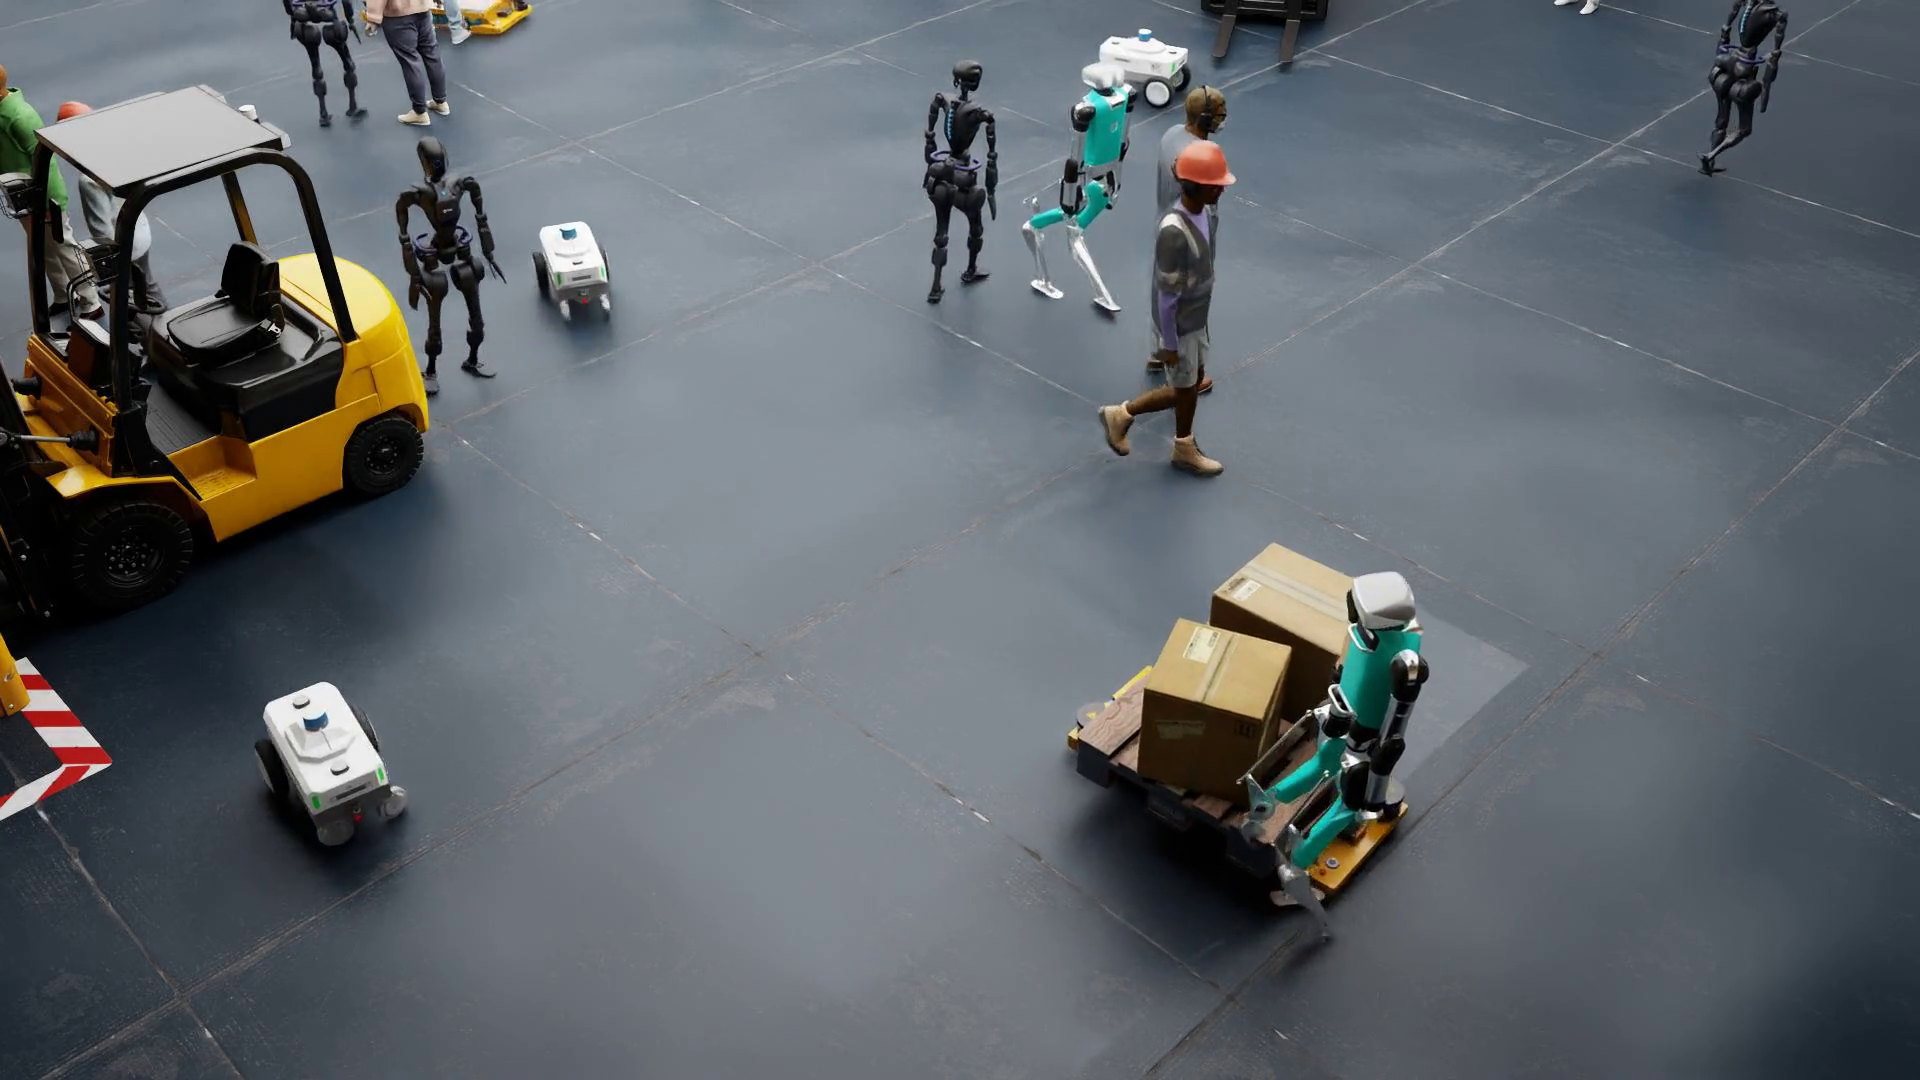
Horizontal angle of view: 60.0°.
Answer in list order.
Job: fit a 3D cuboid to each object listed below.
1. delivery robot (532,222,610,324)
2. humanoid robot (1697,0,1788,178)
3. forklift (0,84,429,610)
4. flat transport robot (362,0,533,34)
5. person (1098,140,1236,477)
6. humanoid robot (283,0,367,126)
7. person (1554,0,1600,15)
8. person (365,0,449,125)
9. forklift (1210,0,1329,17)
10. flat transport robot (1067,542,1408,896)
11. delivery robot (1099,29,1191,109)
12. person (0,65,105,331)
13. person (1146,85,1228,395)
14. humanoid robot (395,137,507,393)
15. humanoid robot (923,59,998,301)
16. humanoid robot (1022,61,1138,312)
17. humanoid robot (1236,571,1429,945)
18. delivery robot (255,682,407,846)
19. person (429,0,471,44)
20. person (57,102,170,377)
[{"bbox_3d":[-2.608,-1.861,11.230,0.499,0.573,0.759,-12,39,-16],"label":"delivery robot"},{"bbox_3d":[5.835,-3.518,12.538,0.477,1.645,0.608,-14,39,-19],"label":"humanoid robot"},{"bbox_3d":[-4.145,-1.093,8.856,2.313,2.155,1.214,-31,47,-34],"label":"forklift"},{"bbox_3d":[-4.850,-5.035,15.736,1.431,0.231,0.659,9,38,12],"label":"flat transport robot"},{"bbox_3d":[1.195,-1.254,9.206,0.645,2.030,0.620,15,39,19],"label":"person"},{"bbox_3d":[-5.182,-4.192,13.441,0.587,1.647,0.427,1,37,1],"label":"humanoid robot"},{"bbox_3d":[5.986,-5.786,15.593,0.309,1.641,0.513,-20,41,-25],"label":"person"},{"bbox_3d":[-4.446,-4.280,13.390,0.401,1.866,0.815,18,40,23],"label":"person"},{"bbox_3d":[3.106,-6.400,15.960,1.214,2.155,2.313,8,37,10],"label":"forklift"},{"bbox_3d":[1.261,1.036,7.610,1.431,0.231,0.659,27,45,32],"label":"flat transport robot"},{"bbox_3d":[1.571,-4.046,14.164,0.741,0.582,0.520,16,40,20],"label":"delivery robot"},{"bbox_3d":[-5.960,-2.215,10.698,0.541,1.784,0.383,22,42,26],"label":"person"},{"bbox_3d":[1.366,-1.793,10.005,0.355,1.936,0.634,-10,38,-13],"label":"person"},{"bbox_3d":[-3.109,-1.674,10.070,0.639,1.640,0.378,-25,43,-29],"label":"humanoid robot"},{"bbox_3d":[-0.002,-2.413,11.077,0.610,1.630,0.668,23,43,28],"label":"humanoid robot"},{"bbox_3d":[0.709,-2.336,10.913,0.530,1.762,0.905,-30,46,-34],"label":"humanoid robot"},{"bbox_3d":[1.380,0.907,6.566,0.668,1.814,0.539,-7,37,-9],"label":"humanoid robot"},{"bbox_3d":[-2.823,0.971,7.452,0.525,0.587,0.743,-23,43,-28],"label":"delivery robot"},{"bbox_3d":[-4.783,-5.386,14.830,0.596,1.916,0.372,-2,37,-3],"label":"person"},{"bbox_3d":[-5.182,-1.850,10.244,0.350,1.736,0.577,-3,37,-4],"label":"person"}]
